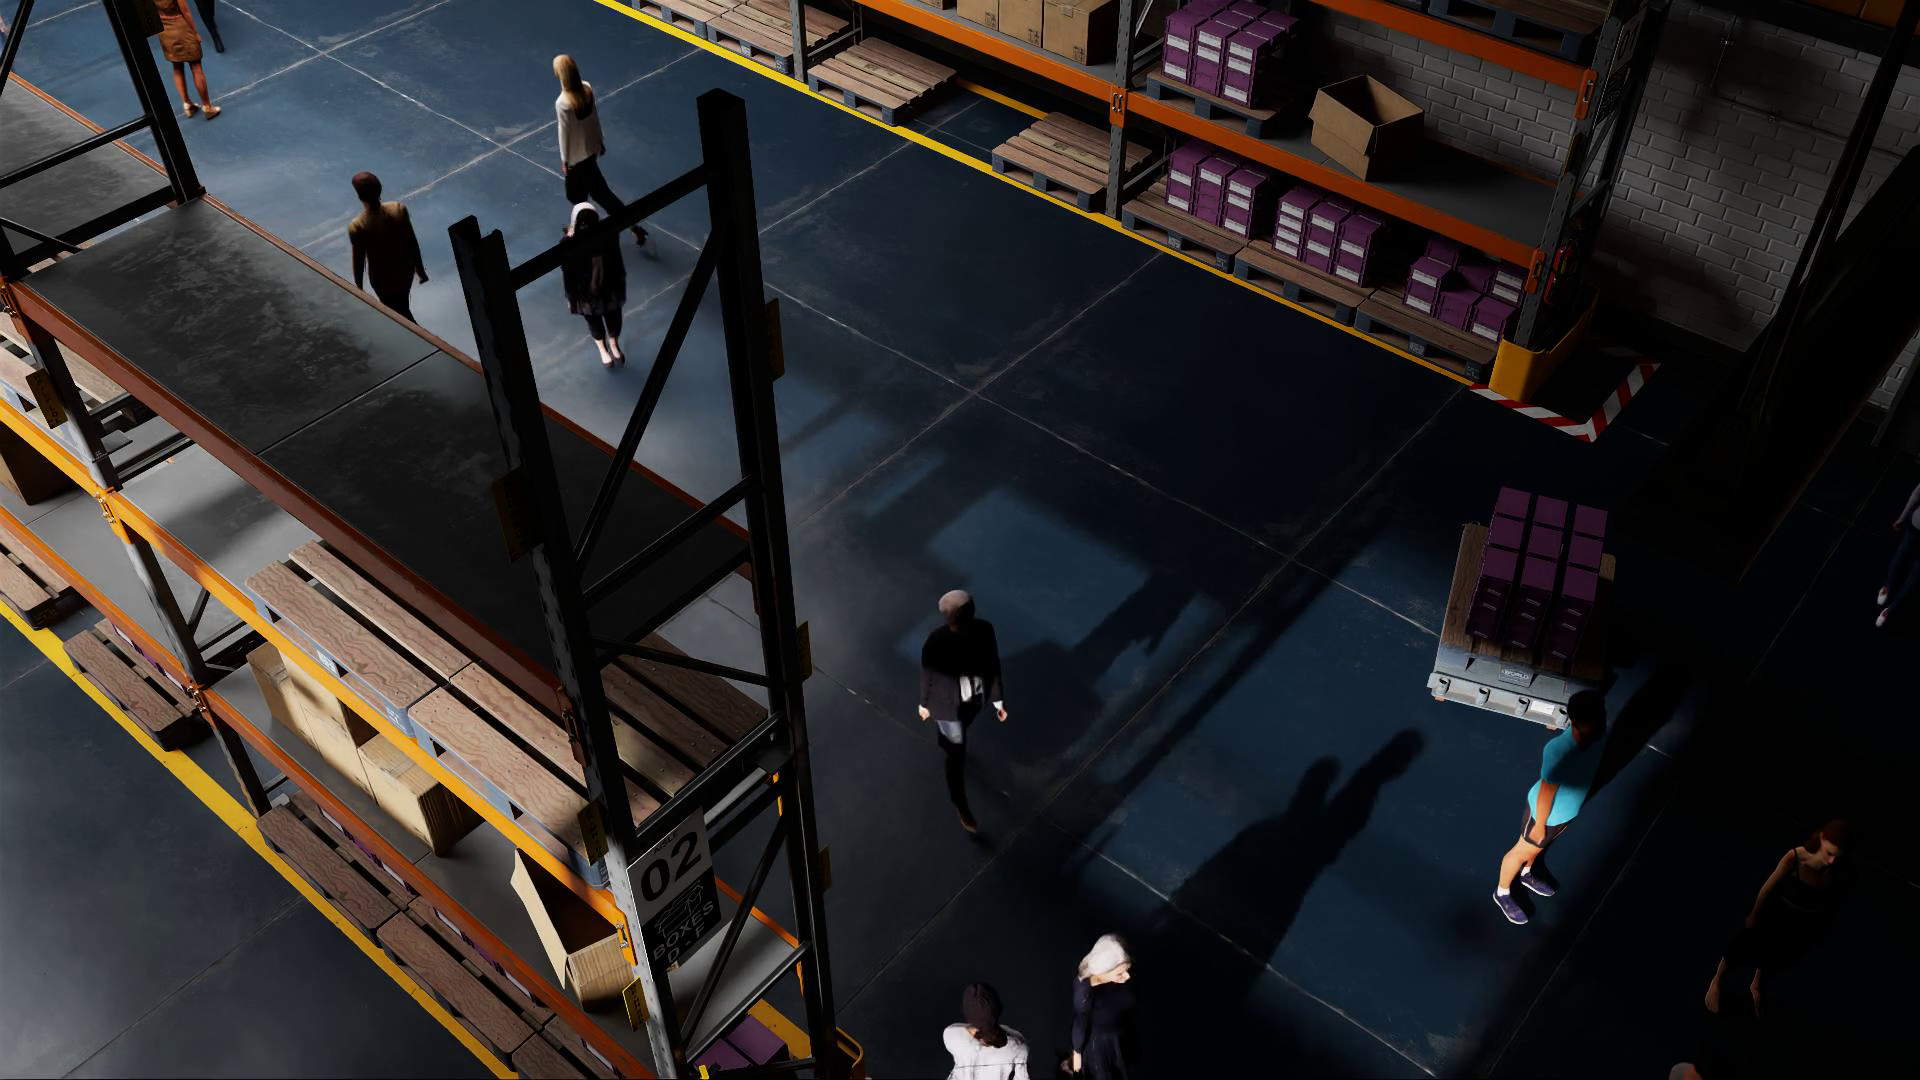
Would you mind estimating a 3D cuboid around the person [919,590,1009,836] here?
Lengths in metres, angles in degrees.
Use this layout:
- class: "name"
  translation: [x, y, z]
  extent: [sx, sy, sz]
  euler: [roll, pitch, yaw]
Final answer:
- class: "person"
  translation: [-0.063, 0.922, 10.059]
  extent: [1.047, 1.758, 1.208]
  euler: [-19, 47, -18]

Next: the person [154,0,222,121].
- class: "person"
  translation: [-7.627, -4.927, 16.216]
  extent: [0.589, 1.683, 0.697]
  euler: [8, 44, 9]

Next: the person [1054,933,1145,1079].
- class: "person"
  translation: [0.649, 2.469, 8.413]
  extent: [0.807, 1.738, 0.663]
  euler: [32, 52, 29]

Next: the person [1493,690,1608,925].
- class: "person"
  translation: [3.353, 1.484, 9.417]
  extent: [0.639, 1.780, 0.563]
  euler: [-32, 52, -29]

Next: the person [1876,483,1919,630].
- class: "person"
  translation: [6.461, -0.037, 11.053]
  extent: [0.572, 1.724, 0.700]
  euler: [32, 52, 29]

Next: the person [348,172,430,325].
- class: "person"
  translation: [-4.391, -2.004, 13.055]
  extent: [1.134, 1.811, 0.666]
  euler: [30, 51, 27]

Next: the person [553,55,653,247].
- class: "person"
  translation: [-3.165, -3.283, 14.394]
  extent: [1.266, 1.817, 0.894]
  euler: [15, 46, 15]

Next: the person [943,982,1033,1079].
- class: "person"
  translation: [0.111, 2.800, 8.064]
  extent: [1.019, 1.740, 1.000]
  euler: [6, 44, 6]

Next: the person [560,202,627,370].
- class: "person"
  translation: [-2.914, -2.058, 13.263]
  extent: [0.788, 1.603, 0.824]
  euler: [-11, 45, -11]

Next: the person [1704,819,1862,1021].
- class: "person"
  translation: [4.466, 2.023, 8.963]
  extent: [0.632, 1.626, 0.724]
  euler: [10, 44, 10]
